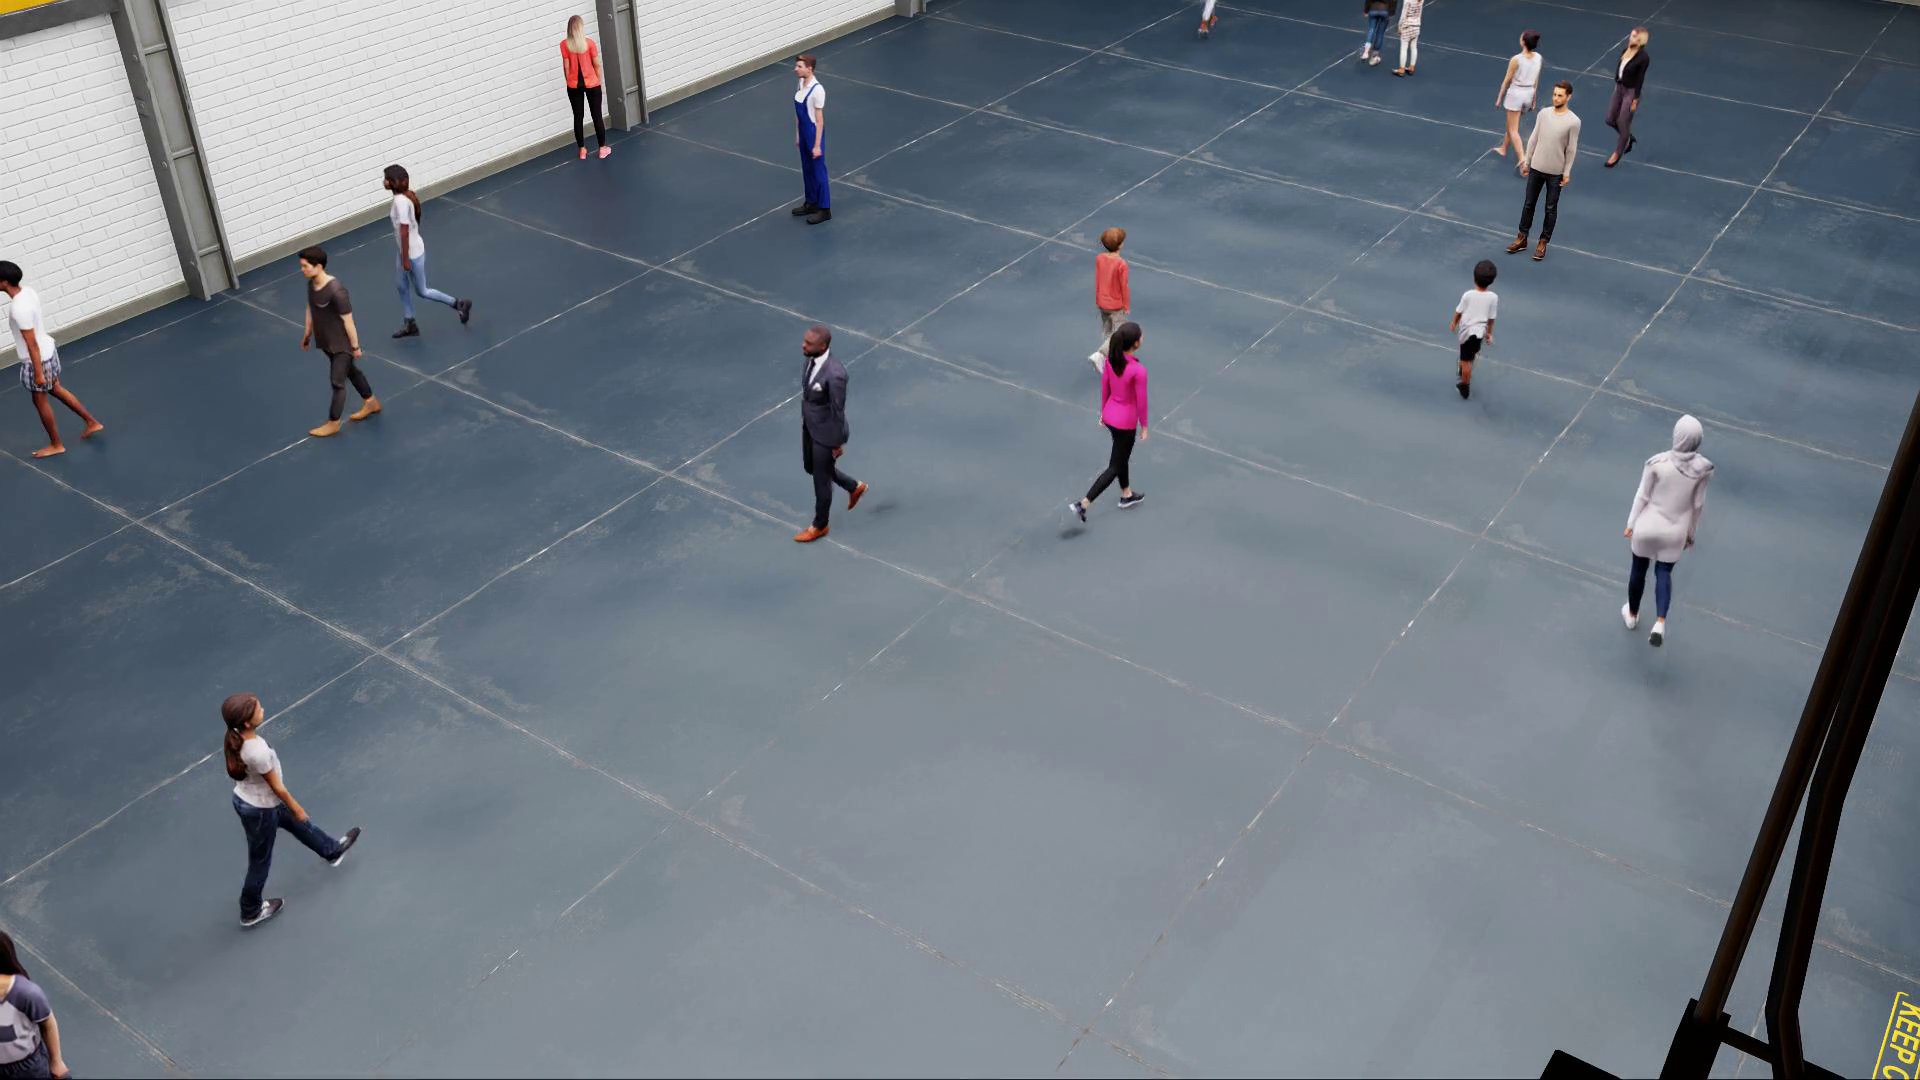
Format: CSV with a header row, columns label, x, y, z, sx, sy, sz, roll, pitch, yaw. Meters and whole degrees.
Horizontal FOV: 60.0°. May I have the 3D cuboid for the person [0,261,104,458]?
label,x,y,z,sx,sy,sz,roll,pitch,yaw
person,-7.680,-1.552,13.934,0.947,1.746,0.875,-10,35,-14

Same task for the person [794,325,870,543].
label,x,y,z,sx,sy,sz,roll,pitch,yaw
person,-0.989,-0.854,12.827,1.068,1.809,0.950,-15,37,-22

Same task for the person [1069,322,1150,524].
label,x,y,z,sx,sy,sz,roll,pitch,yaw
person,1.185,-0.878,12.988,1.140,1.671,0.803,-23,40,-30

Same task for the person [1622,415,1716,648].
label,x,y,z,sx,sy,sz,roll,pitch,yaw
person,4.914,-0.022,11.620,0.834,1.759,1.016,6,34,9

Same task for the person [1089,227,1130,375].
label,x,y,z,sx,sy,sz,roll,pitch,yaw
person,1.348,-2.158,15.149,0.785,1.410,0.612,-27,42,-35

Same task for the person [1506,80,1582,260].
label,x,y,z,sx,sy,sz,roll,pitch,yaw
person,6.116,-3.861,17.298,0.671,1.867,0.575,24,41,32

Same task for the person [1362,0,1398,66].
label,x,y,z,sx,sy,sz,roll,pitch,yaw
person,5.730,-7.227,22.718,0.593,1.472,0.552,16,37,22

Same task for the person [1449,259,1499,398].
label,x,y,z,sx,sy,sz,roll,pitch,yaw
person,4.604,-1.859,14.857,0.753,1.235,0.858,-2,34,-2

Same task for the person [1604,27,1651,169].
label,x,y,z,sx,sy,sz,roll,pitch,yaw
person,7.886,-5.175,19.463,0.868,1.660,0.797,-10,35,-15

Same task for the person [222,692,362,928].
label,x,y,z,sx,sy,sz,roll,pitch,yaw
person,-4.030,1.562,9.457,0.674,1.515,1.095,28,43,35

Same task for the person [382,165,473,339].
label,x,y,z,sx,sy,sz,roll,pitch,yaw
person,-5.109,-2.708,15.712,1.092,1.702,0.889,-15,36,-21

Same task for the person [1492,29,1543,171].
label,x,y,z,sx,sy,sz,roll,pitch,yaw
person,6.589,-5.132,19.476,1.048,1.573,1.059,-9,35,-13

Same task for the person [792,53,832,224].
label,x,y,z,sx,sy,sz,roll,pitch,yaw
person,-1.614,-4.393,18.115,0.697,1.850,0.707,-20,38,-27

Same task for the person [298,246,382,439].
label,x,y,z,sx,sy,sz,roll,pitch,yaw
person,-5.288,-1.754,14.295,1.007,1.683,0.739,-27,42,-35

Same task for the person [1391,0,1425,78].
label,x,y,z,sx,sy,sz,roll,pitch,yaw
person,6.078,-6.923,22.411,0.541,1.308,0.648,-19,38,-26

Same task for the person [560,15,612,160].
label,x,y,z,sx,sy,sz,roll,pitch,yaw
person,-4.465,-5.376,19.733,0.676,1.694,0.707,-1,34,-1
